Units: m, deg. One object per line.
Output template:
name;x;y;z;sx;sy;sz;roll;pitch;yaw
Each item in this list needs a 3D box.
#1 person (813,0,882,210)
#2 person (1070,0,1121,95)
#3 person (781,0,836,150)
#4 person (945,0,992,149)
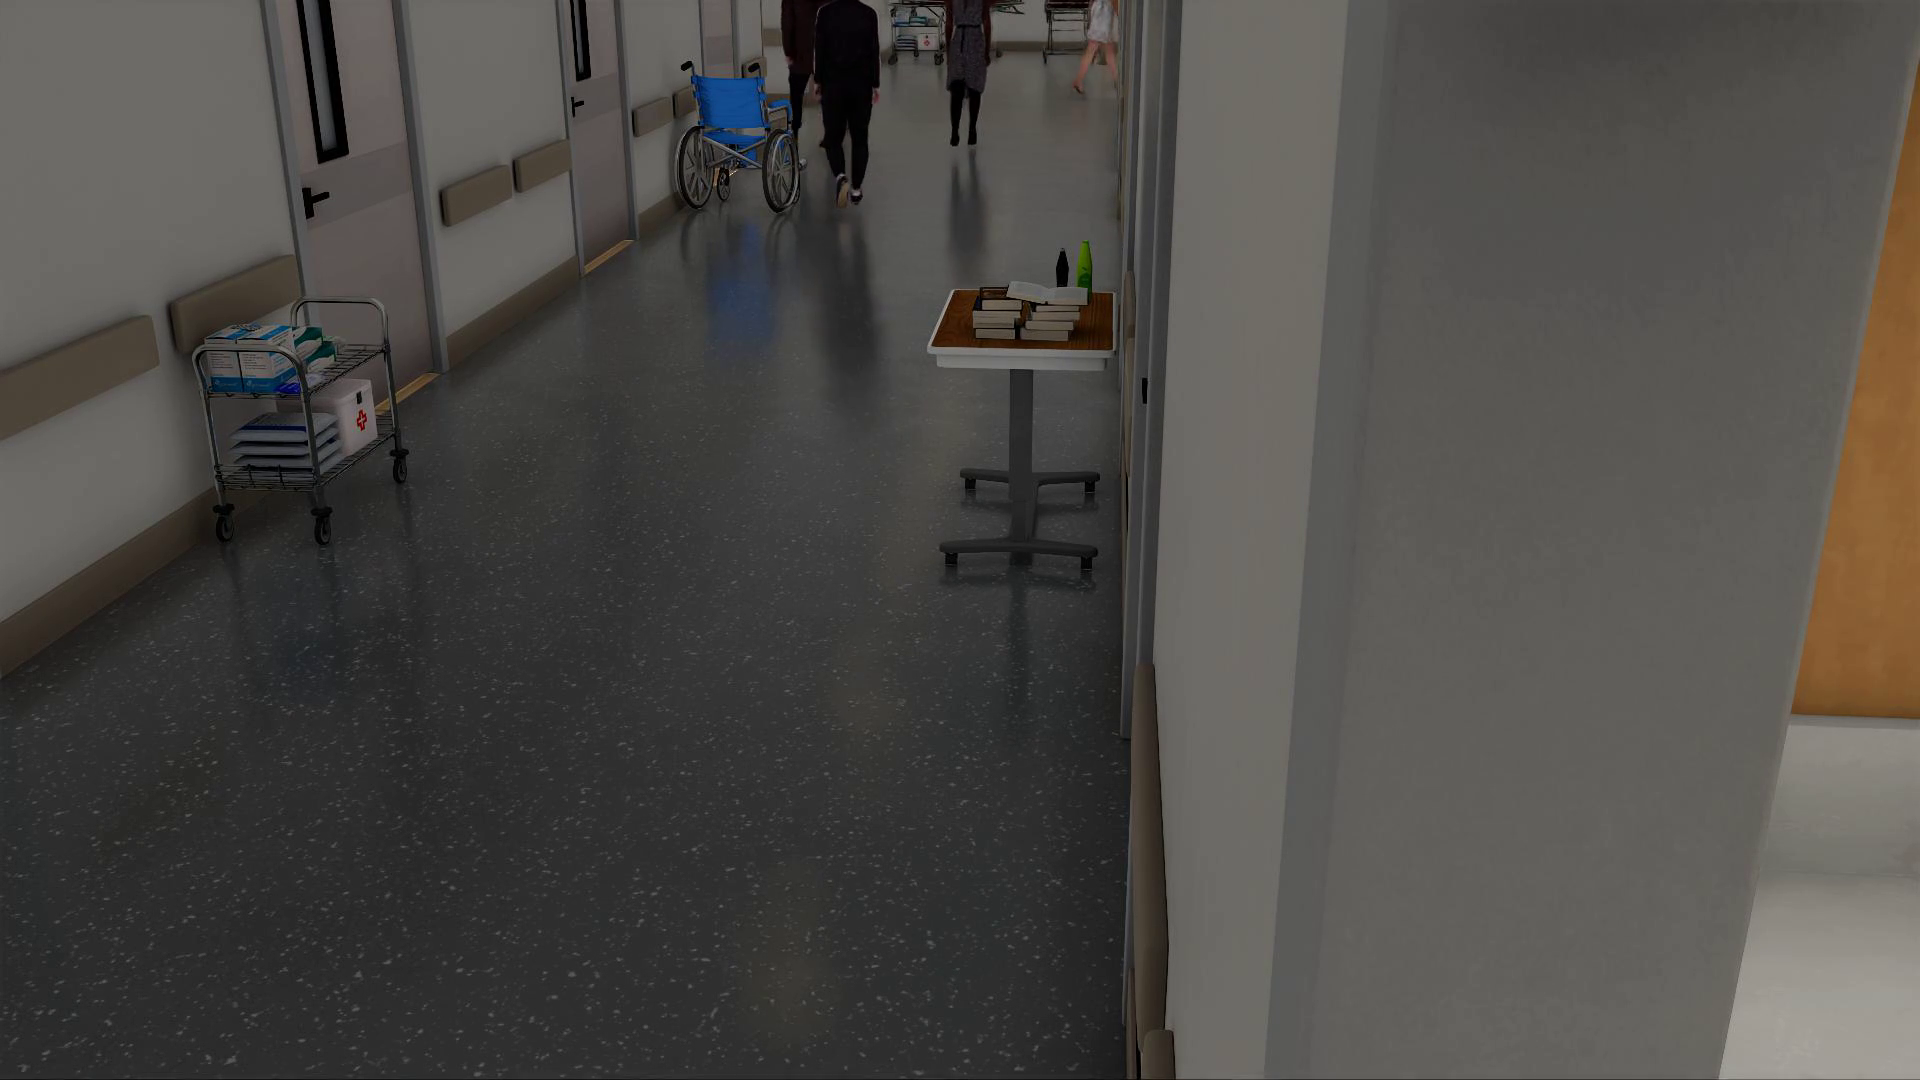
person;-0.868;-3.438;12.806;0.838;1.810;1.178;-2;21;-6
person;1.701;-6.406;20.778;1.136;1.712;1.207;-12;24;-29
person;-1.392;-4.640;16.008;1.100;1.791;1.291;-9;23;-22
person;0.101;-4.682;16.191;0.607;1.739;1.149;2;21;5
